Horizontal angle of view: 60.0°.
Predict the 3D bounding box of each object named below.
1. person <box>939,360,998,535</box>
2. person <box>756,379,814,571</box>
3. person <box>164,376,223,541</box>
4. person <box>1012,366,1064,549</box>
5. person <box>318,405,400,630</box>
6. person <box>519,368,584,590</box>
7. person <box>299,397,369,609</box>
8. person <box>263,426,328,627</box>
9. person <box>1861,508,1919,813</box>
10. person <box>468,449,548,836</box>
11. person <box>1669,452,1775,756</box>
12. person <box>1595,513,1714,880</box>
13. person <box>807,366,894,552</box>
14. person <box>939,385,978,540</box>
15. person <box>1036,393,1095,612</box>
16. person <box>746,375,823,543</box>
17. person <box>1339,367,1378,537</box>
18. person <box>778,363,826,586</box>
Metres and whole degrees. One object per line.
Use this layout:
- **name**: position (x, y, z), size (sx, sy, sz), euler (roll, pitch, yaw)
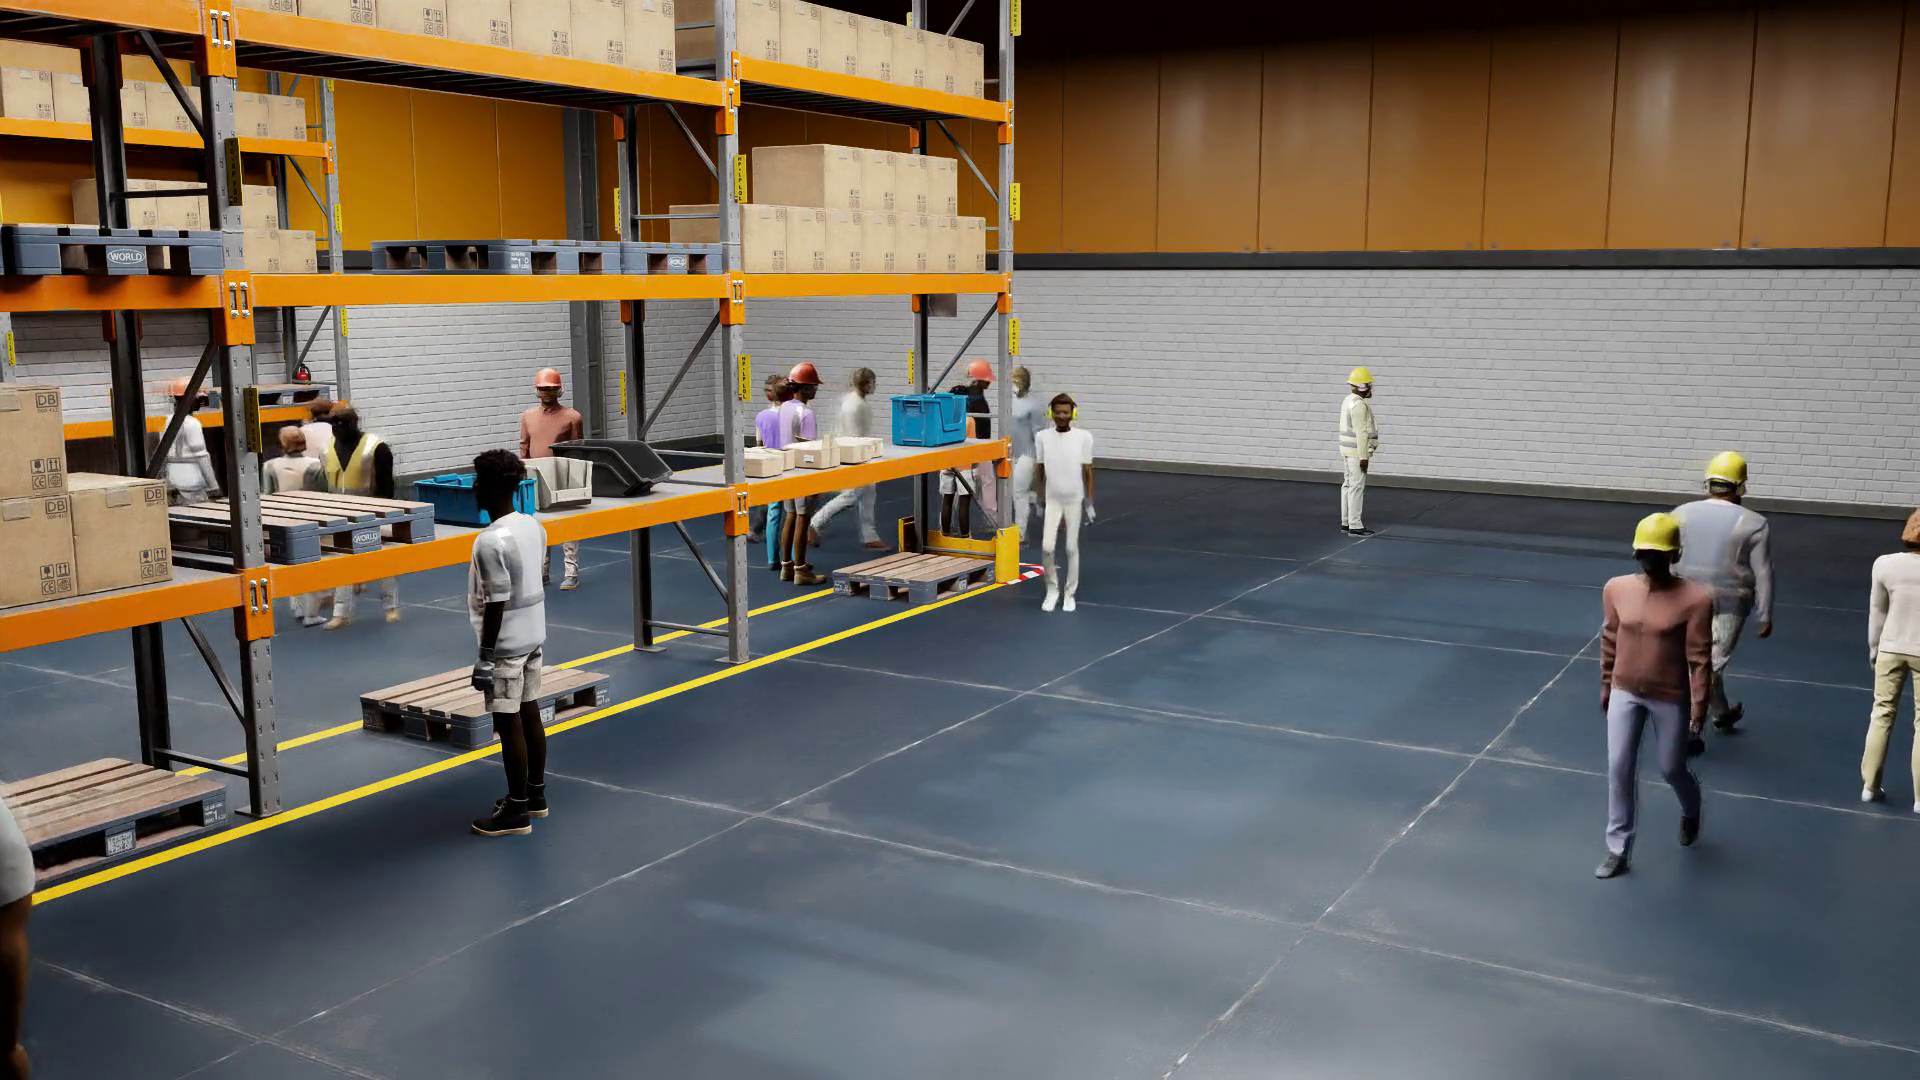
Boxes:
- **person**: position (0.165, -0.990, 17.990), size (0.905, 1.926, 0.628), euler (-5, 10, -27)
- **person**: position (-1.672, -0.610, 15.838), size (0.575, 1.841, 0.375), euler (3, 10, 20)
- **person**: position (-6.894, -0.519, 15.051), size (0.589, 1.917, 0.553), euler (-7, 12, -39)
- **person**: position (0.747, -0.861, 17.204), size (0.762, 1.908, 0.658), euler (-5, 10, -28)
- **person**: position (-4.842, -0.191, 13.407), size (0.650, 1.808, 0.656), euler (1, 9, 7)
- **person**: position (-3.671, -0.545, 14.953), size (0.622, 1.996, 0.369), euler (2, 9, 12)
- **person**: position (-5.396, -0.345, 14.381), size (0.660, 1.773, 0.985), euler (3, 10, 18)
- **person**: position (-5.292, -0.112, 13.429), size (0.571, 1.627, 0.437), euler (0, 9, 1)
- **person**: position (5.067, 0.625, 8.820), size (0.285, 1.626, 0.493), euler (-8, 12, -39)
- **person**: position (-2.302, 0.513, 8.448), size (0.367, 1.966, 0.605), euler (1, 9, 7)
- **person**: position (4.548, 0.364, 9.933), size (0.945, 1.781, 0.617), euler (-7, 12, -39)
- **person**: position (3.331, 0.714, 7.918), size (0.532, 1.745, 0.745), euler (9, 12, 43)
- **person**: position (-1.147, -0.816, 16.942), size (0.880, 1.906, 0.647), euler (1, 9, 7)
- **person**: position (-0.017, -0.744, 17.136), size (0.532, 1.696, 0.319), euler (8, 12, 41)
- **person**: position (0.882, -0.302, 13.921), size (0.530, 1.853, 0.523), euler (2, 9, 10)
- **person**: position (-1.865, -0.852, 17.562), size (0.983, 1.786, 0.512), euler (-7, 11, -36)
- **person**: position (4.317, -0.951, 18.003), size (0.403, 1.833, 0.591), euler (0, 9, -2)
- **person**: position (-1.433, -0.593, 15.167), size (0.397, 2.039, 0.607), euler (-5, 11, -30)
